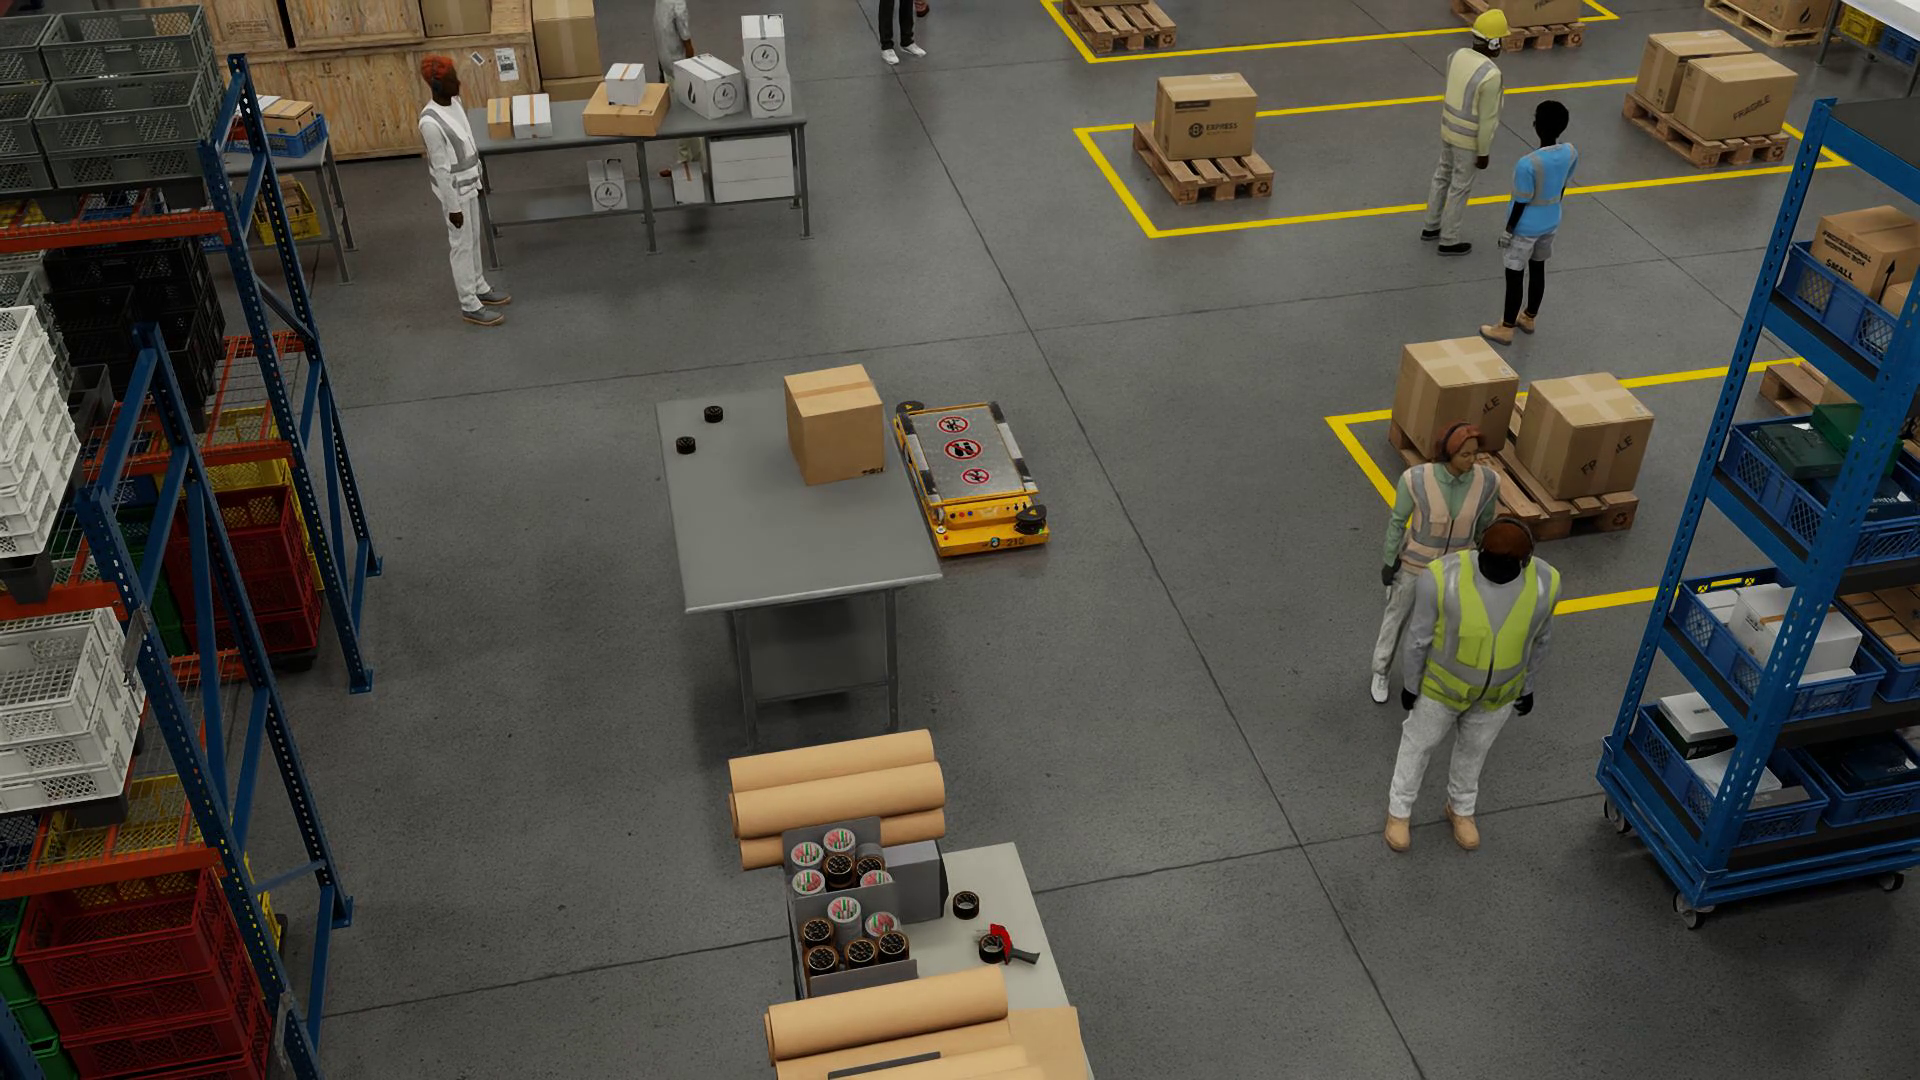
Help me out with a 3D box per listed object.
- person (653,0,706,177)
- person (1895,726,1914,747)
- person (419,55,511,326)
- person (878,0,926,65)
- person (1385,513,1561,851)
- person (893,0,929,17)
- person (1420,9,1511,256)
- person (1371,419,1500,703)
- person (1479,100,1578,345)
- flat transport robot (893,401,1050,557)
[{"bbox_3d":[-2.261,-3.694,13.170,0.315,1.865,0.526,-20,41,-24],"label":"person"},{"bbox_3d":[4.642,0.352,7.642,0.414,1.981,0.625,-28,45,-32],"label":"person"},{"bbox_3d":[-3.421,-2.394,11.406,0.355,1.884,0.575,0,37,0],"label":"person"},{"bbox_3d":[-0.560,-5.441,15.473,0.587,1.920,0.392,-25,43,-30],"label":"person"},{"bbox_3d":[2.259,0.640,7.368,0.624,1.841,0.430,1,37,1],"label":"person"},{"bbox_3d":[-0.550,-6.177,16.484,0.647,1.900,0.395,6,37,7],"label":"person"},{"bbox_3d":[3.748,-2.995,12.268,0.404,1.827,0.595,-9,38,-12],"label":"person"},{"bbox_3d":[2.341,0.114,8.232,0.522,1.645,0.305,-1,37,-1],"label":"person"},{"bbox_3d":[3.846,-2.132,11.206,0.540,1.698,0.317,-23,42,-28],"label":"person"},{"bbox_3d":[0.046,-0.430,10.108,0.652,0.197,1.431,-8,37,-10],"label":"flat transport robot"}]
